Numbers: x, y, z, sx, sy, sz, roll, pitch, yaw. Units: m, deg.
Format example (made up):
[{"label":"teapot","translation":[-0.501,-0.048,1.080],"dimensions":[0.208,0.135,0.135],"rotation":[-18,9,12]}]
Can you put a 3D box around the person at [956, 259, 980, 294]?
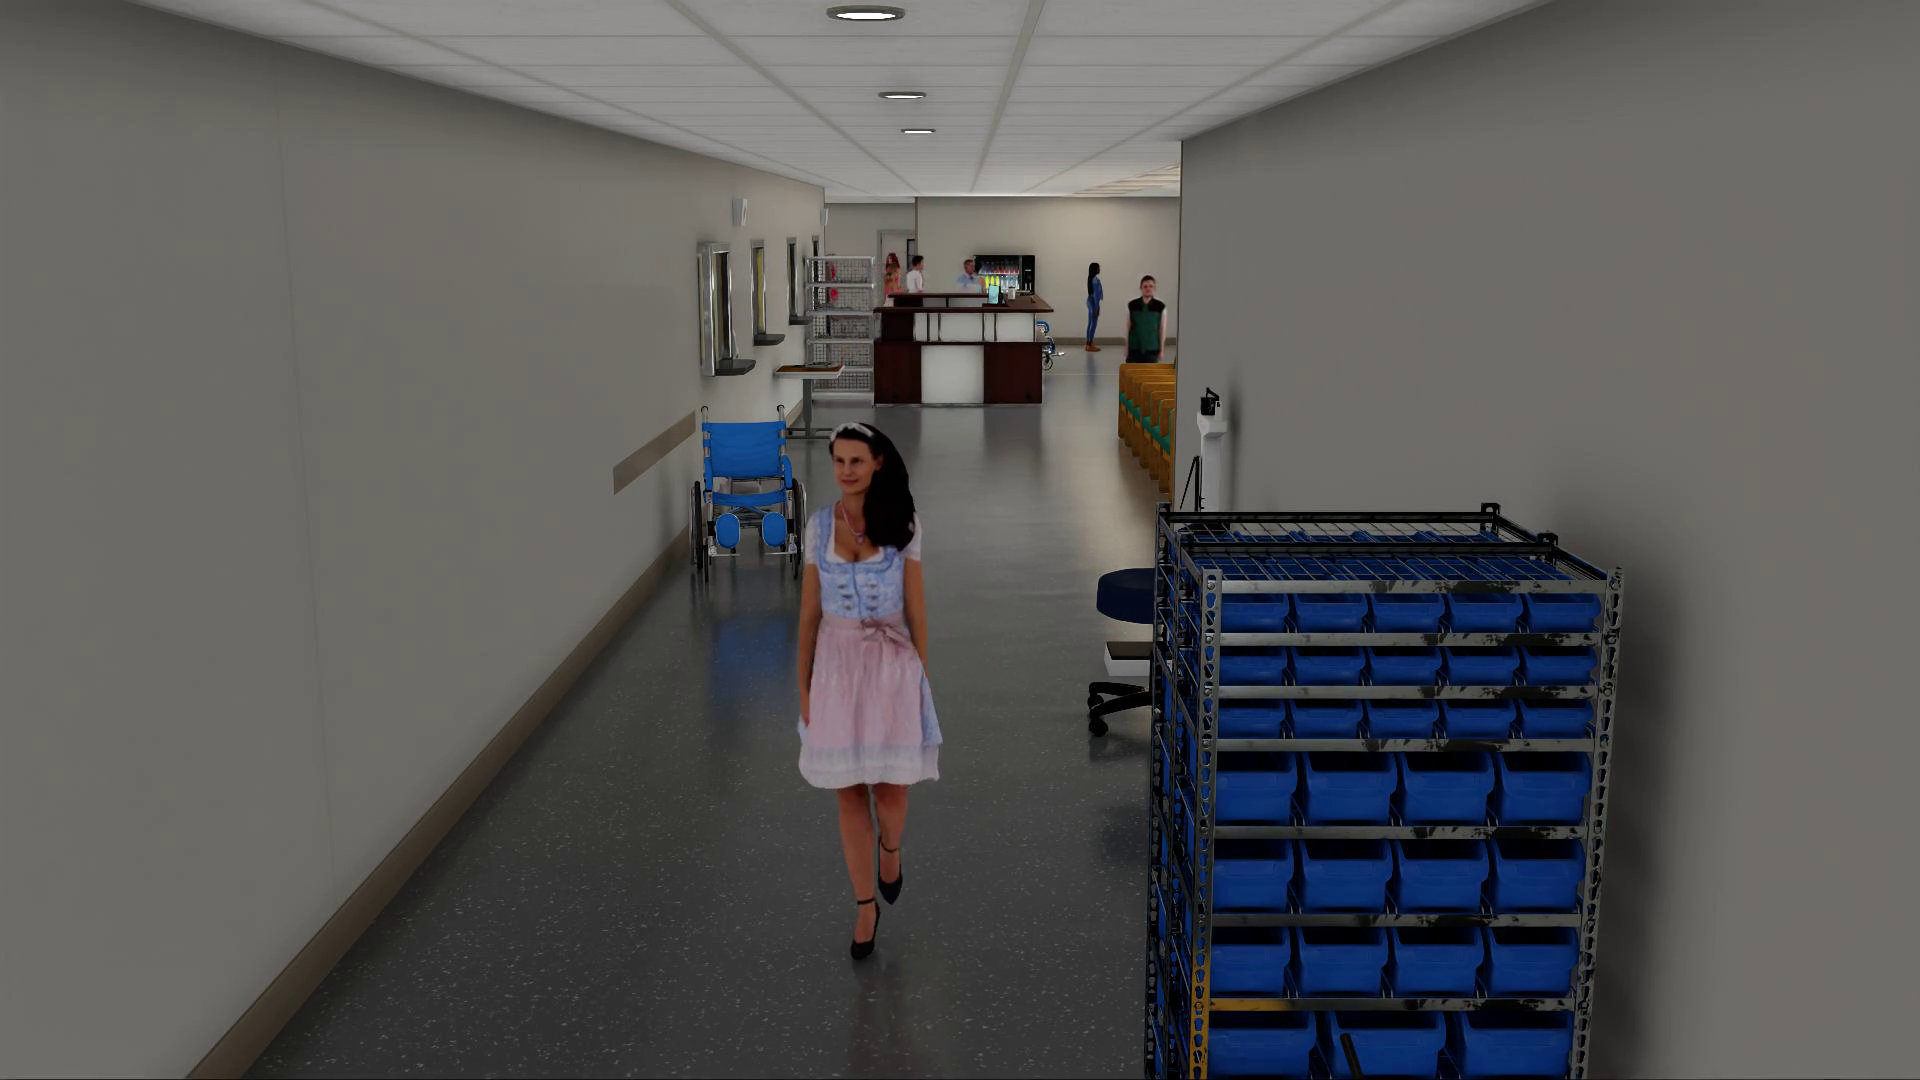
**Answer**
[{"label":"person","translation":[0.081,-4.142,30.106],"dimensions":[1.237,1.779,1.096],"rotation":[7,13,34]}]

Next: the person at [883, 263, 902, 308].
[{"label":"person","translation":[-1.269,-3.802,28.385],"dimensions":[1.121,1.754,0.891],"rotation":[-4,12,-22]}]

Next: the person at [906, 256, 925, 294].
[{"label":"person","translation":[-0.955,-4.568,32.204],"dimensions":[0.954,1.833,0.900],"rotation":[-8,13,-35]}]

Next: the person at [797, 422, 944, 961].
[{"label":"person","translation":[-0.298,0.494,5.599],"dimensions":[0.777,1.808,0.780],"rotation":[1,11,7]}]

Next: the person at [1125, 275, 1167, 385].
[{"label":"person","translation":[2.230,-2.293,20.249],"dimensions":[1.061,1.822,0.851],"rotation":[2,11,11]}]

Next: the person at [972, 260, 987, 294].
[{"label":"person","translation":[0.273,-4.418,31.659],"dimensions":[0.968,1.742,0.748],"rotation":[1,11,5]}]

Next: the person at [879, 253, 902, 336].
[{"label":"person","translation":[-1.387,-5.371,36.583],"dimensions":[1.129,1.780,1.068],"rotation":[8,13,35]}]

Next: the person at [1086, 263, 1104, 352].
[{"label":"person","translation":[2.594,-4.551,32.445],"dimensions":[0.565,1.710,0.620],"rotation":[-2,11,-9]}]
